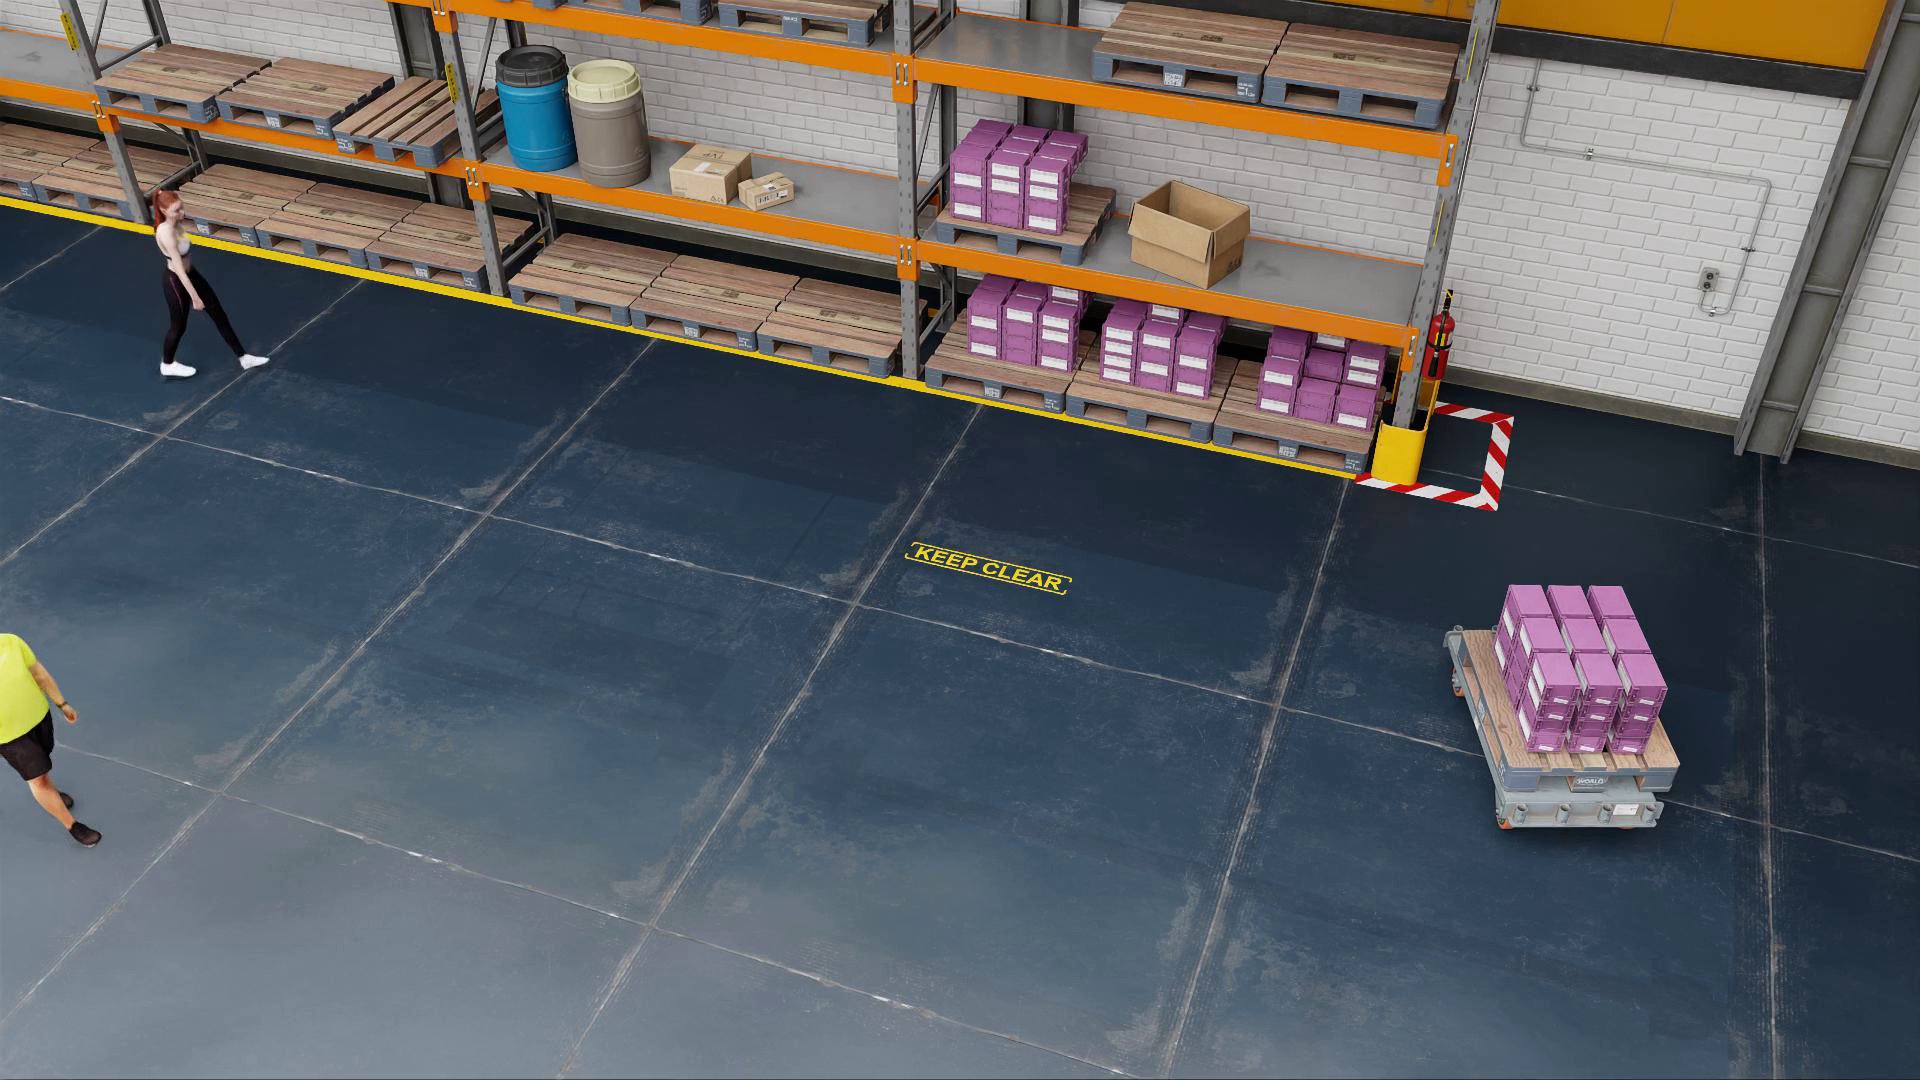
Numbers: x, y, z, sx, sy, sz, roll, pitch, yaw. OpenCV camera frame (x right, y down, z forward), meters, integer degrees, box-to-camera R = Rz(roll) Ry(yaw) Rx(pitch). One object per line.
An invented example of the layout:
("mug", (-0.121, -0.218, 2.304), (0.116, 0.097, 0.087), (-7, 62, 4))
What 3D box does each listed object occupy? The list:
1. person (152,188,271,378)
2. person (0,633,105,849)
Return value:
("person", (-6.363, -2.035, 13.432), (1.209, 1.706, 0.929), (-6, 39, -8))
("person", (-5.526, 1.012, 9.639), (0.974, 1.677, 0.652), (15, 41, 18))
